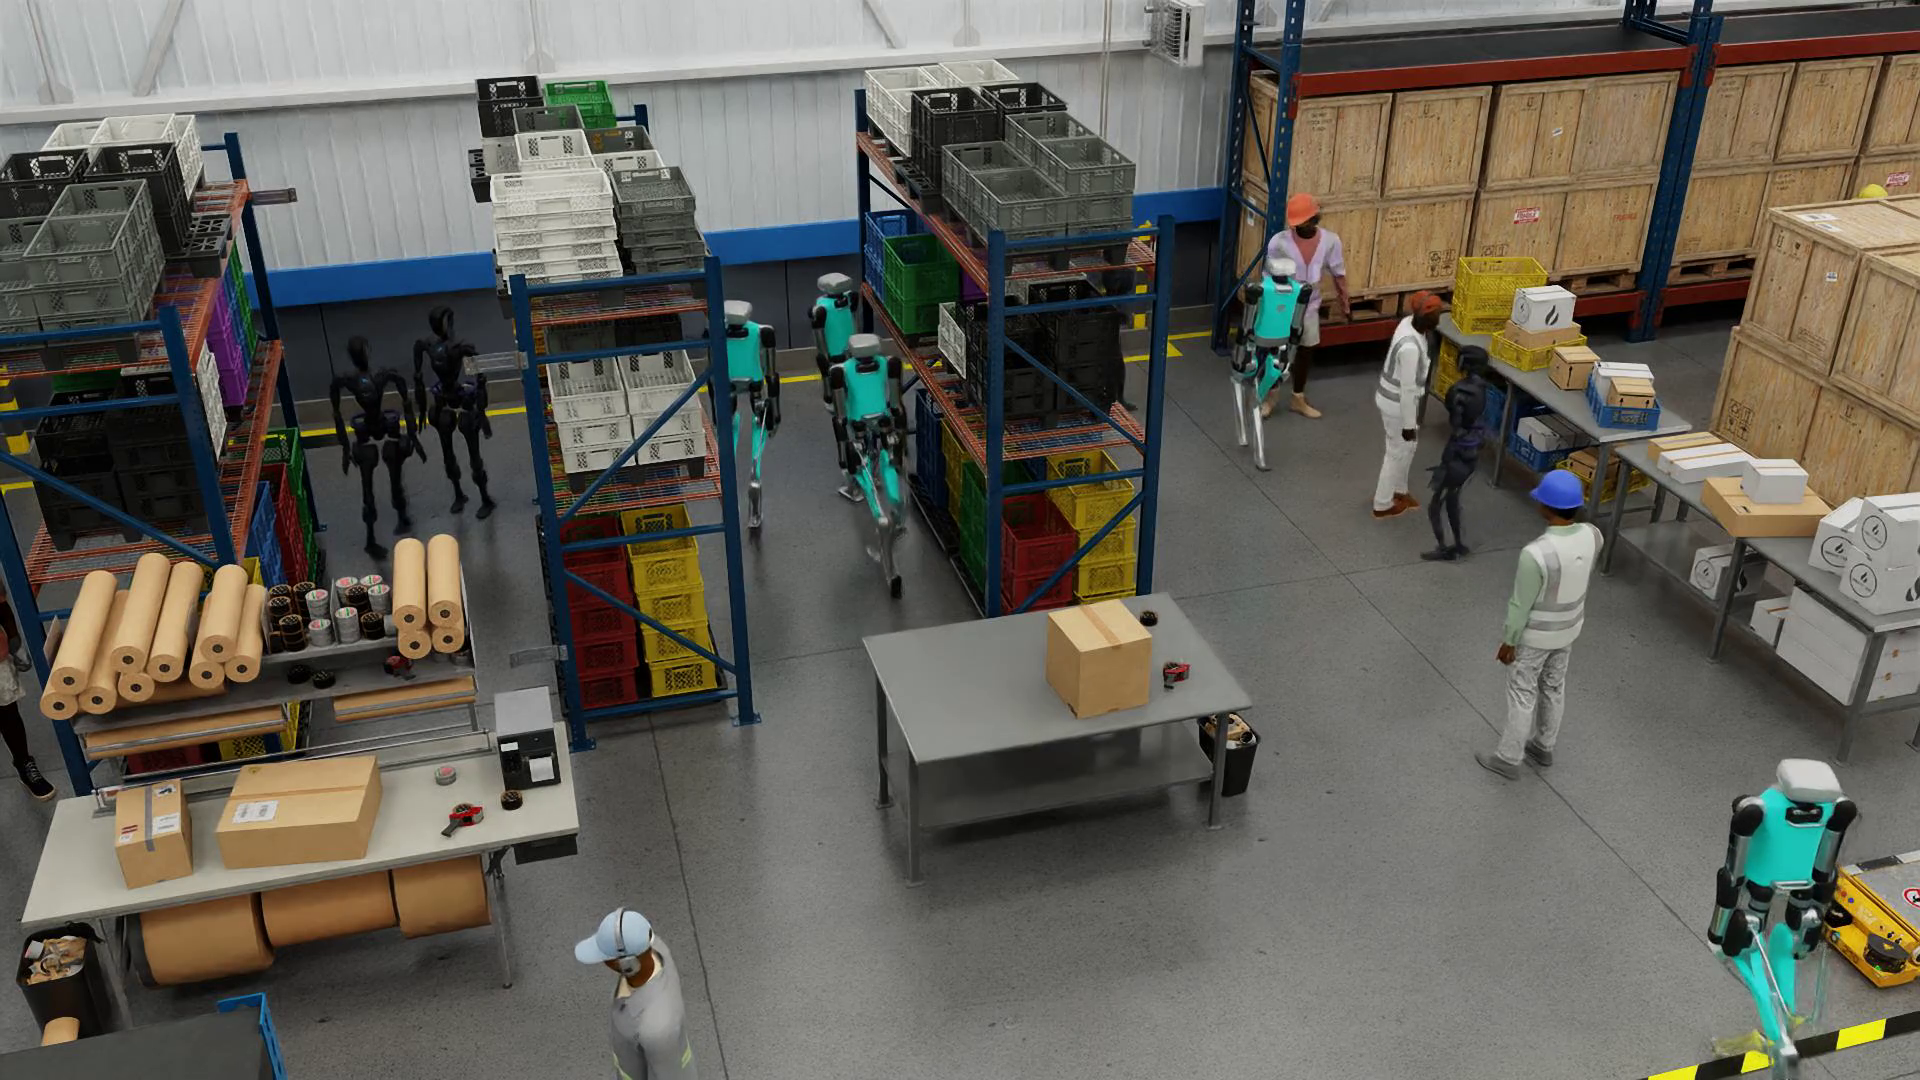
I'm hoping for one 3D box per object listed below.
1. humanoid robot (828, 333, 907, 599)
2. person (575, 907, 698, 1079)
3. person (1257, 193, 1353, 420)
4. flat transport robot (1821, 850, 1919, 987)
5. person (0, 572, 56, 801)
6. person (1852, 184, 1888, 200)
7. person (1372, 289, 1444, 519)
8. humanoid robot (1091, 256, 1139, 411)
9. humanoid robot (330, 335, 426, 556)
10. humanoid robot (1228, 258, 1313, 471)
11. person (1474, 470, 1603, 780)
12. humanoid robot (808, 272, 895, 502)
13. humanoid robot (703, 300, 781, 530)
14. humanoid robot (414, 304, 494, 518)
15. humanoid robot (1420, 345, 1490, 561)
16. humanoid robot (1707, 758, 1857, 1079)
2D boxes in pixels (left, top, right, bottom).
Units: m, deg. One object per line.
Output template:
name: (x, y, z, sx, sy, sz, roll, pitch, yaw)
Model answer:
humanoid robot: (-0.514, -0.474, 11.510, 0.544, 1.759, 0.962, -11, 31, -19)
person: (-1.235, 2.175, 6.566, 0.396, 1.847, 0.587, -8, 30, -14)
person: (2.879, -1.931, 13.870, 0.802, 2.021, 0.439, -4, 29, -7)
flat transport robot: (5.163, 1.916, 8.676, 1.431, 0.231, 0.659, -8, 30, -14)
person: (-5.483, 0.664, 9.192, 0.362, 1.963, 0.611, 24, 37, 36)
person: (7.781, -2.208, 14.554, 0.585, 1.833, 0.404, -24, 37, -37)
person: (3.296, -0.995, 12.332, 0.419, 1.875, 0.622, 9, 30, 16)
humanoid robot: (1.233, -1.859, 14.138, 0.632, 1.641, 0.647, 8, 30, 14)
humanoid robot: (-4.195, -0.704, 12.018, 0.590, 1.640, 0.559, -10, 30, -17)
humanoid robot: (2.393, -1.475, 13.324, 0.563, 1.766, 0.863, -5, 29, -9)
person: (3.325, 0.493, 9.534, 0.606, 1.939, 0.415, -17, 33, -28)
humanoid robot: (-0.740, -1.140, 12.672, 0.737, 1.757, 0.533, 16, 33, 27)
humanoid robot: (-1.593, -0.810, 12.124, 0.541, 1.818, 0.666, 2, 29, 3)
humanoid robot: (-3.791, -0.973, 12.455, 0.593, 1.655, 0.348, 4, 29, 7)
humanoid robot: (3.537, -0.611, 11.811, 0.343, 1.655, 0.601, 15, 32, 26)
humanoid robot: (3.649, 1.898, 7.240, 0.530, 1.783, 1.015, -2, 29, -4)
